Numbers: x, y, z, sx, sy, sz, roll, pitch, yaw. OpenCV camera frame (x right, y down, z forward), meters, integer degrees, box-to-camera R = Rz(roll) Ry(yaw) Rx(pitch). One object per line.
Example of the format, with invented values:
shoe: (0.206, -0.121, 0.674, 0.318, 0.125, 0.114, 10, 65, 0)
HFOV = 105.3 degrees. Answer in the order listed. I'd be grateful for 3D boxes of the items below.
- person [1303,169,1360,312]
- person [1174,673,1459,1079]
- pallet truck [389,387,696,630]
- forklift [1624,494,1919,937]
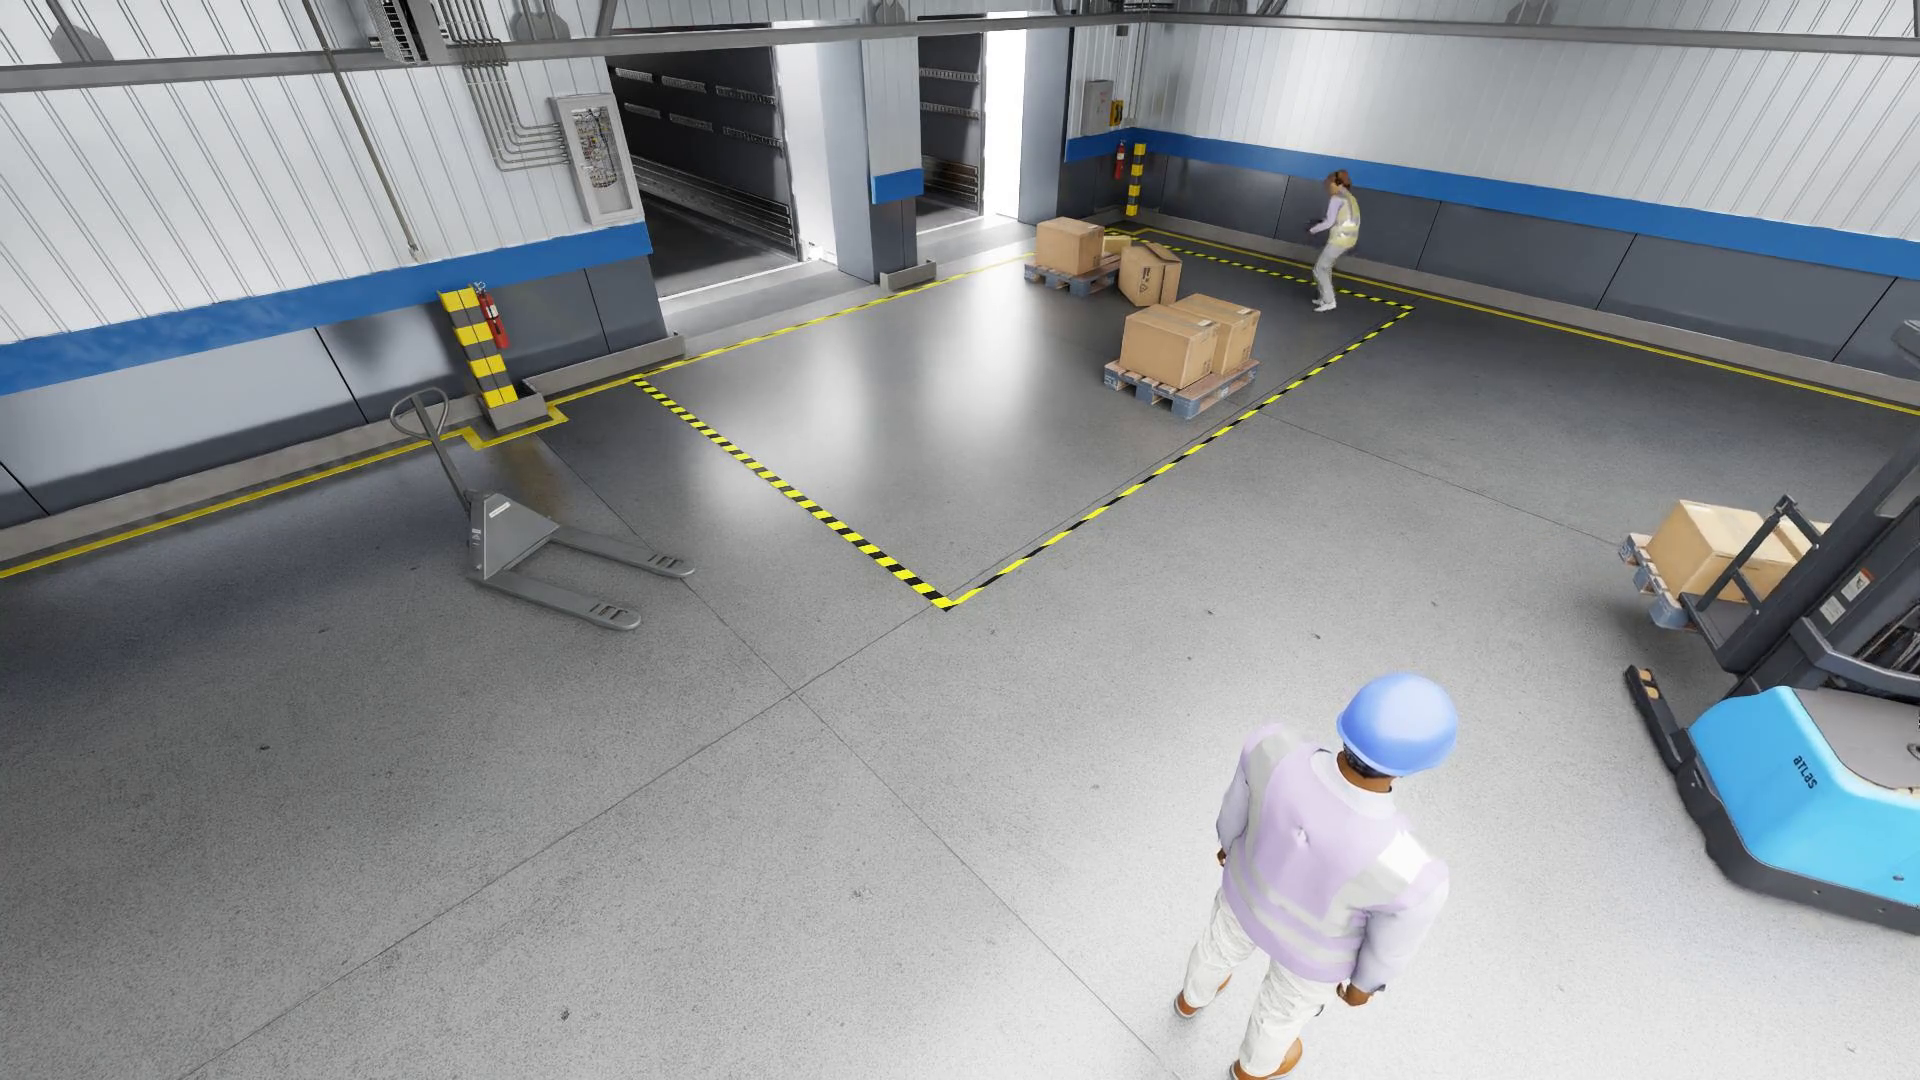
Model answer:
person: (4.307, -3.470, 8.555, 0.638, 1.508, 0.795, -28, 45, -31)
person: (1.023, 1.116, 2.249, 0.385, 1.948, 0.601, -21, 42, -25)
pallet truck: (-2.613, -0.247, 4.593, 1.601, 1.201, 0.680, 14, 40, 17)
forklift: (3.877, 0.573, 2.877, 0.716, 2.013, 0.776, 13, 40, 16)
